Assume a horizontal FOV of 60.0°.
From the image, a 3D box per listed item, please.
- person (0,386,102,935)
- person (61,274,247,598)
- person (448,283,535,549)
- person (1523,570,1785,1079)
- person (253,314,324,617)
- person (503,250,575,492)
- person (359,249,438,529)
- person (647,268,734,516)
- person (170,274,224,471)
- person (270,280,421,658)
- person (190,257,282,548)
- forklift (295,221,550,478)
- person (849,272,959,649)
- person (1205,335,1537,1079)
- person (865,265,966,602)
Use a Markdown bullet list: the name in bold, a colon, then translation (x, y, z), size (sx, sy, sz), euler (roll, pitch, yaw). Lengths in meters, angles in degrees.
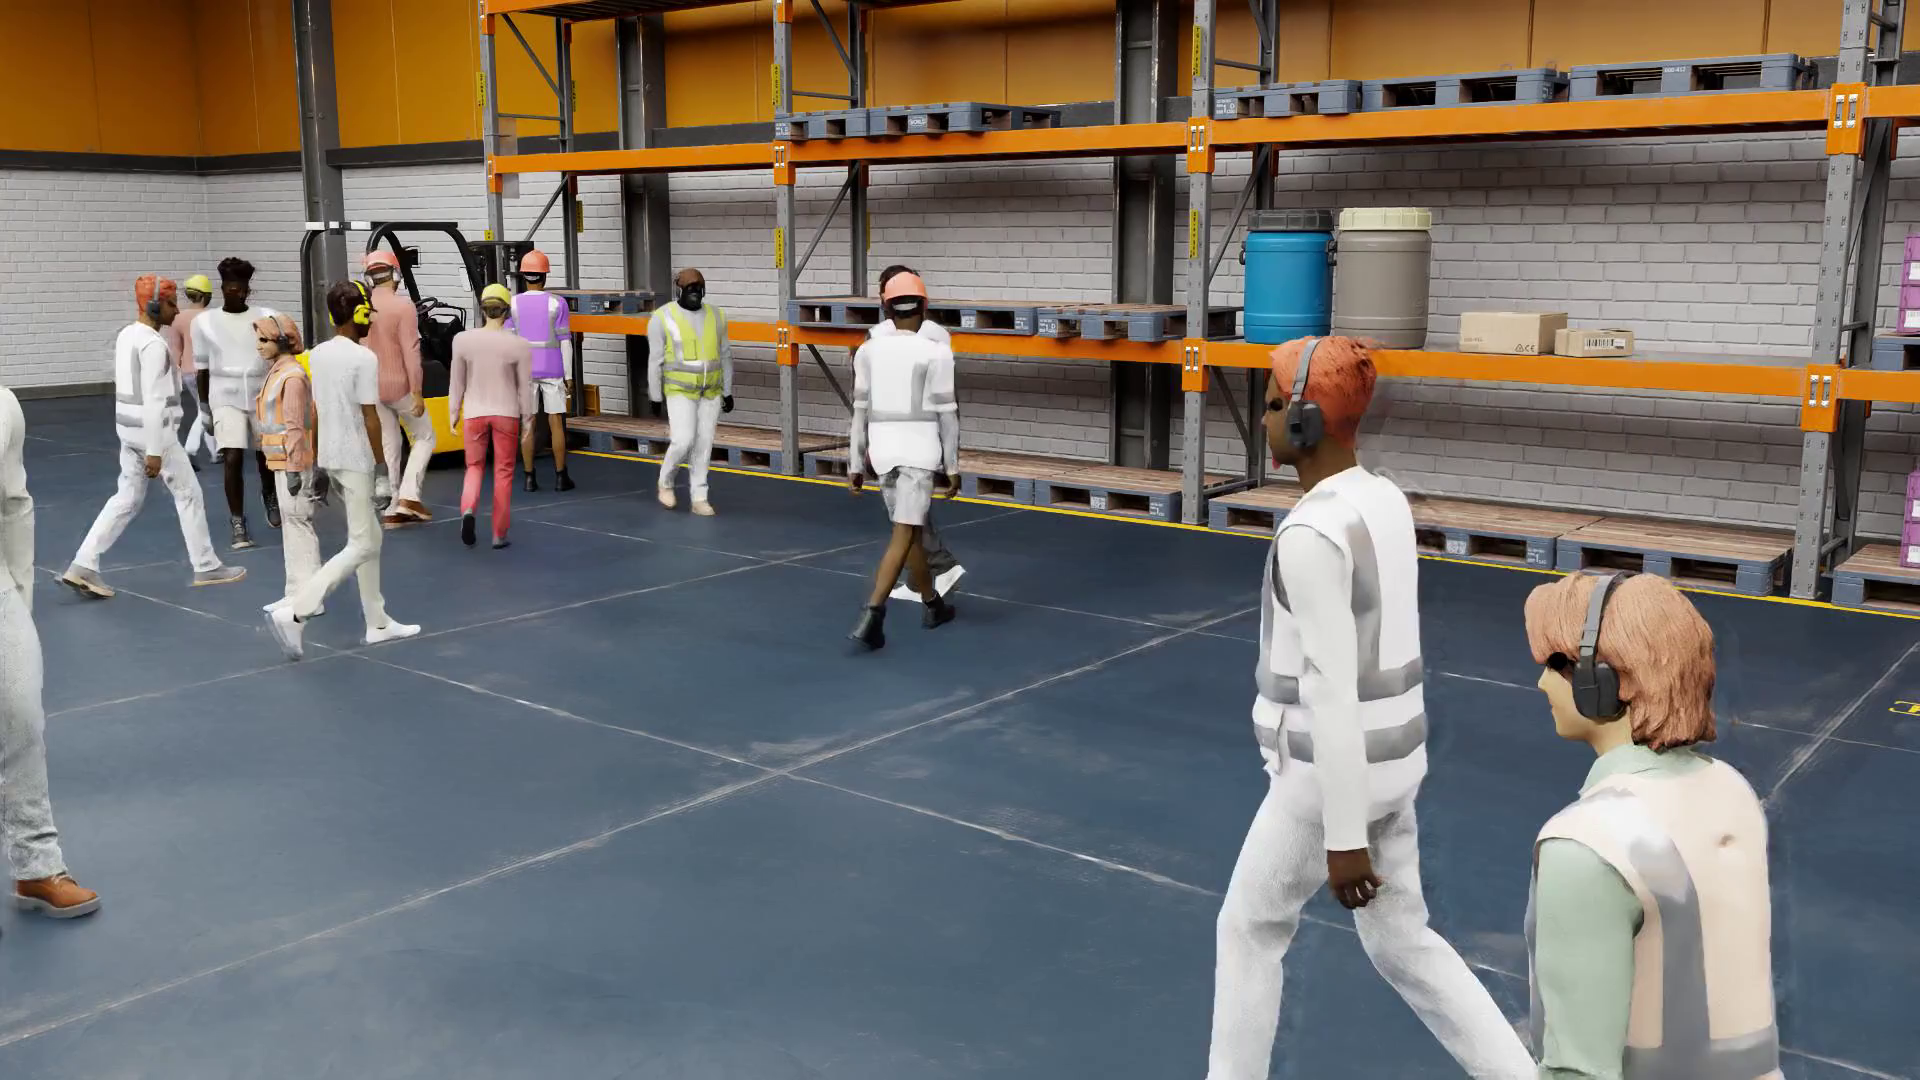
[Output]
- **person**: translation (-2.907, 0.207, 4.780), size (0.446, 1.932, 0.648), euler (5, 11, 26)
- **person**: translation (-4.659, -0.588, 9.460), size (0.612, 1.842, 0.978), euler (9, 14, 42)
- **person**: translation (-3.052, -0.791, 10.837), size (0.558, 1.734, 0.544), euler (-1, 10, -5)
- **person**: translation (0.937, 0.846, 2.146), size (0.527, 1.607, 0.519), euler (-10, 14, -43)
- **person**: translation (-3.596, -0.388, 8.915), size (0.336, 1.631, 0.518), euler (-6, 12, -29)
- **person**: translation (-3.383, -1.349, 13.387), size (0.543, 1.940, 0.361), euler (-1, 10, -4)
- **person**: translation (-3.960, -1.050, 11.689), size (0.669, 1.951, 0.435), euler (5, 11, 27)
- **person**: translation (-1.981, -1.085, 12.260), size (0.627, 1.824, 0.478), euler (-7, 12, -35)
- **person**: translation (-6.734, -1.483, 14.729), size (0.535, 1.729, 0.879), euler (1, 10, 7)
- **person**: translation (-3.045, -0.342, 8.116), size (0.586, 1.840, 0.777), euler (8, 13, 37)
- **person**: translation (-4.849, -0.948, 11.260), size (0.601, 1.928, 0.905), euler (-5, 11, -27)
- **forklift**: translation (-4.922, -1.741, 14.854), size (1.214, 2.155, 2.313), euler (8, 13, 38)
- **person**: translation (-0.305, -0.407, 8.388), size (0.561, 1.871, 0.980), euler (6, 12, 30)
- **person**: translation (0.877, 0.499, 3.452), size (0.932, 1.848, 0.593), euler (7, 12, 33)
- **person**: translation (-0.214, -0.549, 9.100), size (0.598, 1.894, 0.621), euler (8, 13, 39)
